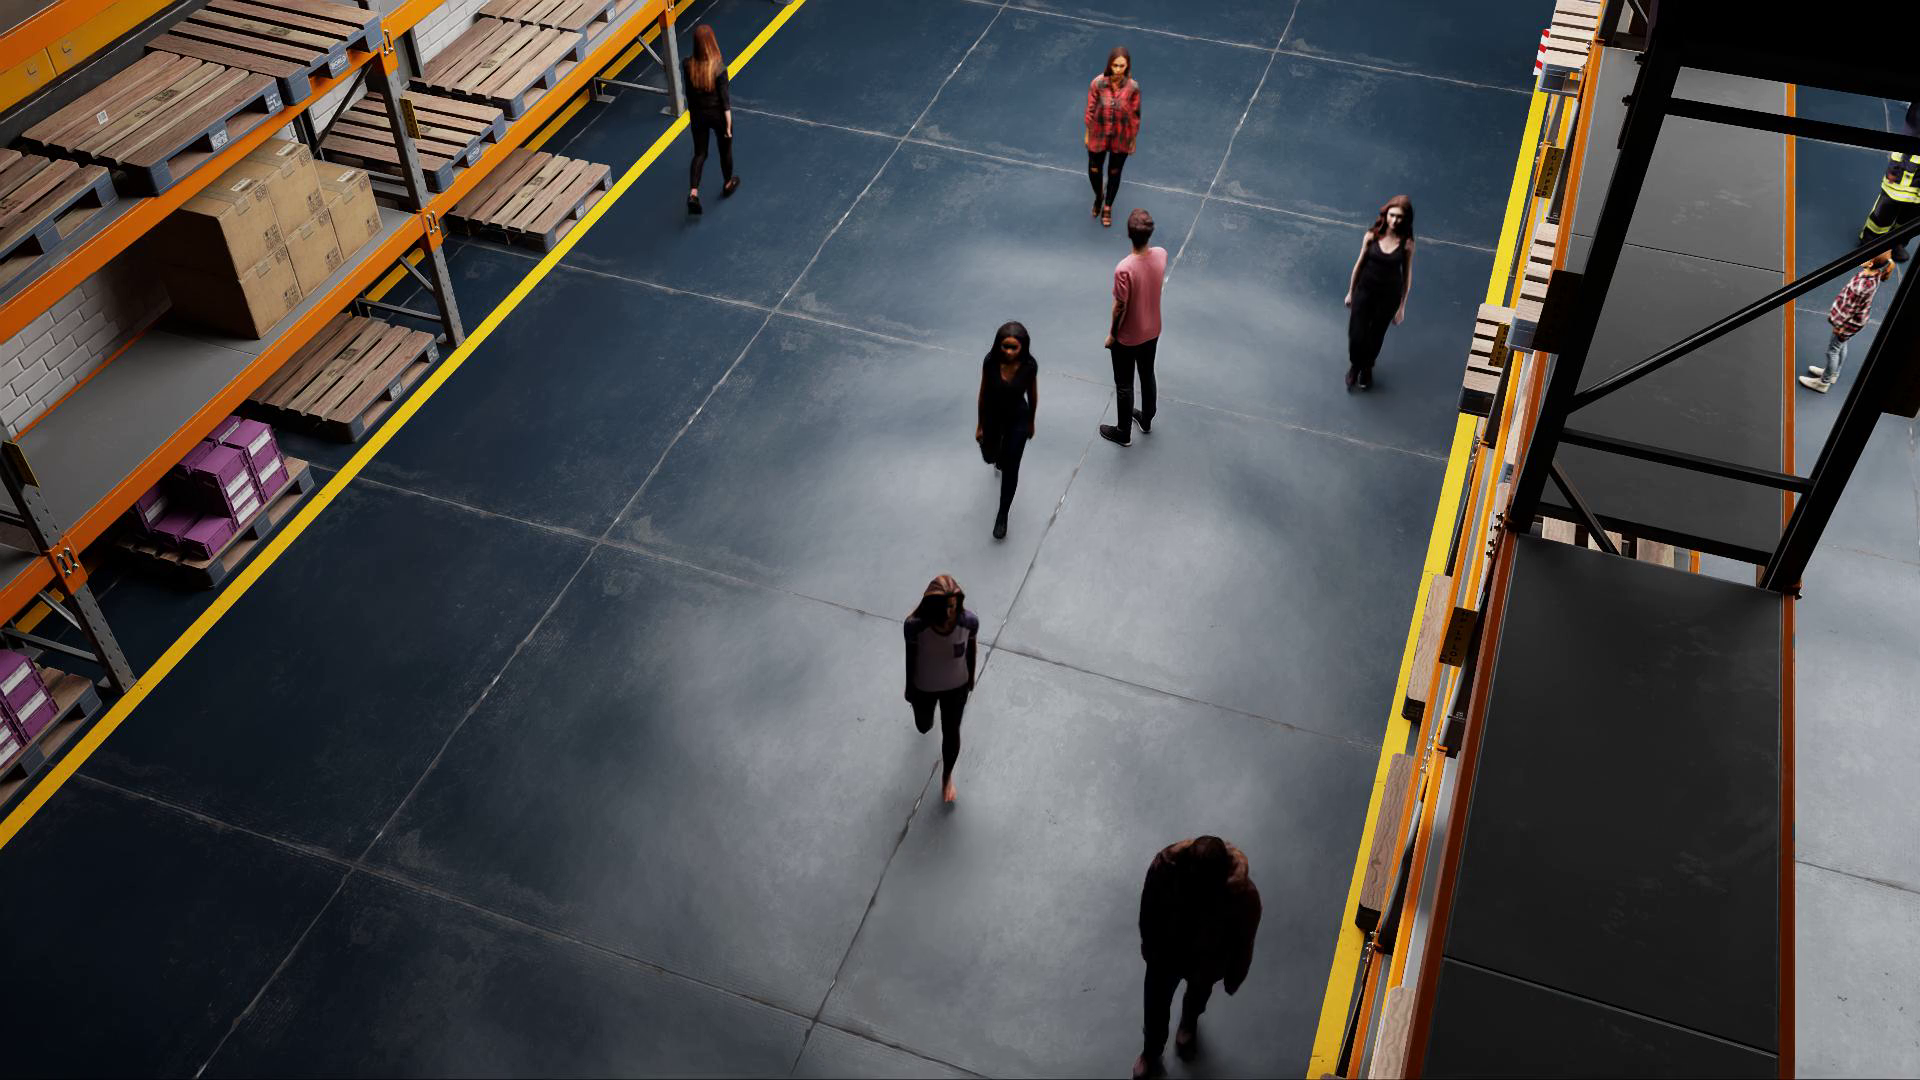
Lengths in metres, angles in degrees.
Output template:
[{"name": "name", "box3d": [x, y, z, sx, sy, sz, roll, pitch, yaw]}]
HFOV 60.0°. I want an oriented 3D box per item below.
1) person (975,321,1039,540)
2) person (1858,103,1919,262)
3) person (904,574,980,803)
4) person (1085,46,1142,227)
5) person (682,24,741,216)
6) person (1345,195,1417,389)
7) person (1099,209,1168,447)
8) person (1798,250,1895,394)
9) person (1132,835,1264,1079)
[{"name": "person", "box3d": [0.320, -0.868, 11.674, 0.720, 1.720, 1.052, 4, 44, 5]}, {"name": "person", "box3d": [8.121, -3.205, 14.053, 0.790, 1.822, 0.745, 5, 44, 5]}, {"name": "person", "box3d": [-0.130, 0.785, 9.946, 0.802, 1.710, 1.010, -1, 44, -1]}, {"name": "person", "box3d": [1.319, -3.547, 14.507, 0.696, 1.691, 0.685, 5, 44, 6]}, {"name": "person", "box3d": [-2.248, -3.670, 14.633, 0.634, 1.695, 1.051, 12, 45, 12]}, {"name": "person", "box3d": [3.234, -1.938, 12.788, 0.621, 1.733, 0.646, 12, 45, 12]}, {"name": "person", "box3d": [1.293, -1.546, 12.213, 0.659, 1.959, 0.774, -29, 51, -27]}, {"name": "person", "box3d": [6.894, -1.722, 12.871, 0.644, 1.305, 0.538, 29, 51, 27]}, {"name": "person", "box3d": [1.213, 2.020, 8.565, 0.752, 1.826, 0.790, 15, 46, 15]}]
